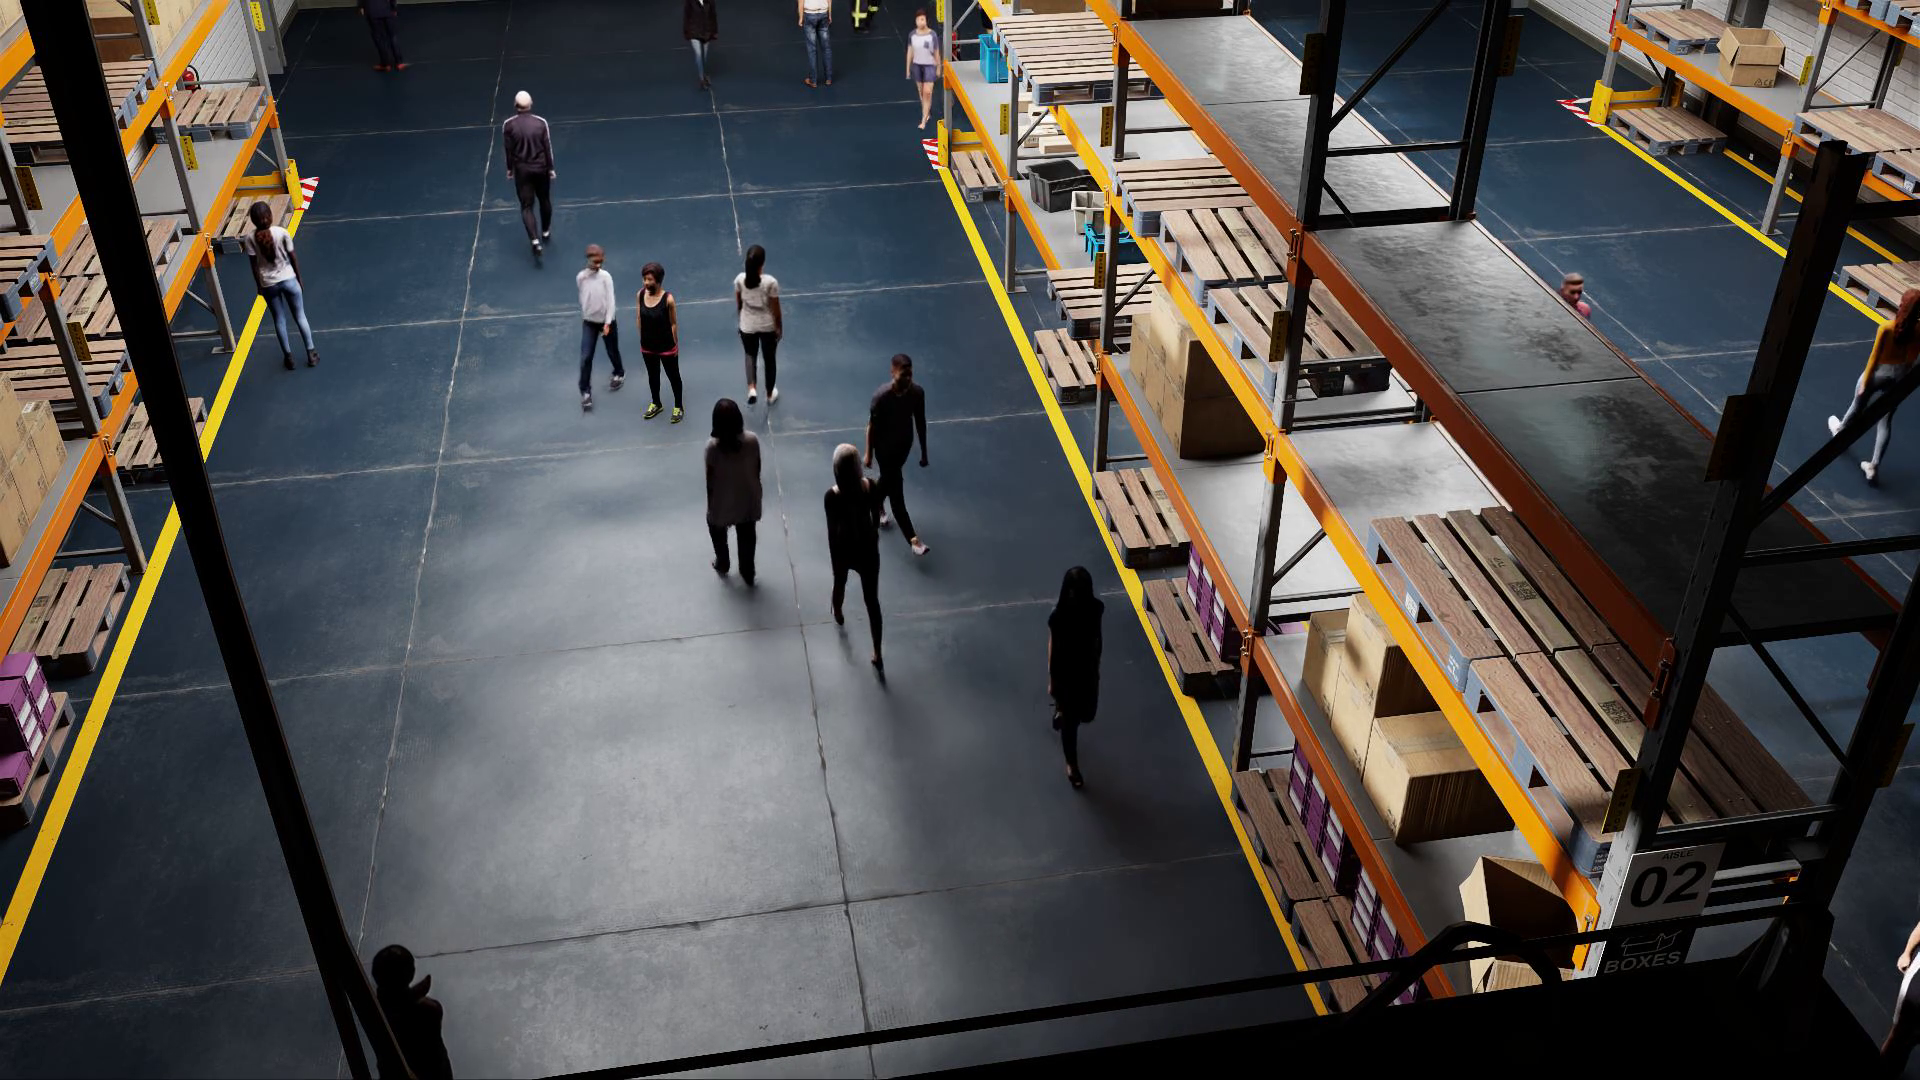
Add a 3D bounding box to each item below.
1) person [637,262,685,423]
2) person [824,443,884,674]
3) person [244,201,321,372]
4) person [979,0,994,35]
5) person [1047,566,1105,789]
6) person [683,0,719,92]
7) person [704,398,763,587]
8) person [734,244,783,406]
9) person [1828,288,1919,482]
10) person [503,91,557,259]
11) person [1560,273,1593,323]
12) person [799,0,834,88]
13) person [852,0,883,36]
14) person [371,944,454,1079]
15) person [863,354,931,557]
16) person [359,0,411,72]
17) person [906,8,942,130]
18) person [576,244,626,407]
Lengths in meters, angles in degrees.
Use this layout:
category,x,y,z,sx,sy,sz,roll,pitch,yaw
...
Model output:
category,x,y,z,sx,sy,sz,roll,pitch,yaw
person,-2.781,-1.846,15.390,0.616,1.553,0.638,11,35,15
person,-0.723,0.155,12.175,0.712,1.779,1.203,-10,35,-15
person,-6.625,-2.482,16.196,0.616,1.719,0.573,-12,35,-17
person,0.473,-7.852,24.319,0.857,1.671,0.805,23,40,30
person,0.734,0.869,11.152,0.645,1.722,0.841,-12,35,-17
person,-3.674,-7.158,23.331,0.775,1.609,0.895,-16,37,-23
person,-1.758,-0.329,13.074,0.745,1.589,0.820,-15,37,-22
person,-1.885,-1.944,15.462,0.703,1.636,0.839,3,34,5
person,8.088,-1.322,14.473,0.848,1.695,1.205,4,34,6
person,-4.748,-4.020,18.434,0.764,1.803,1.199,-9,35,-14
person,5.222,-1.559,14.721,0.708,1.815,0.745,-4,34,-6
person,-2.021,-7.320,23.352,0.718,1.856,0.667,-14,36,-21
person,-1.556,-8.676,25.392,0.943,1.854,0.810,7,34,10
person,-2.760,2.709,8.440,0.631,1.660,0.586,-5,34,-8
person,-0.578,-0.764,13.631,1.002,1.698,1.313,-20,39,-27
person,-8.383,-7.592,23.901,0.773,1.699,0.719,-27,42,-34
person,-0.449,-6.294,22.096,0.847,1.537,0.983,12,36,18
person,-3.379,-2.099,15.801,0.664,1.519,0.937,4,34,6
